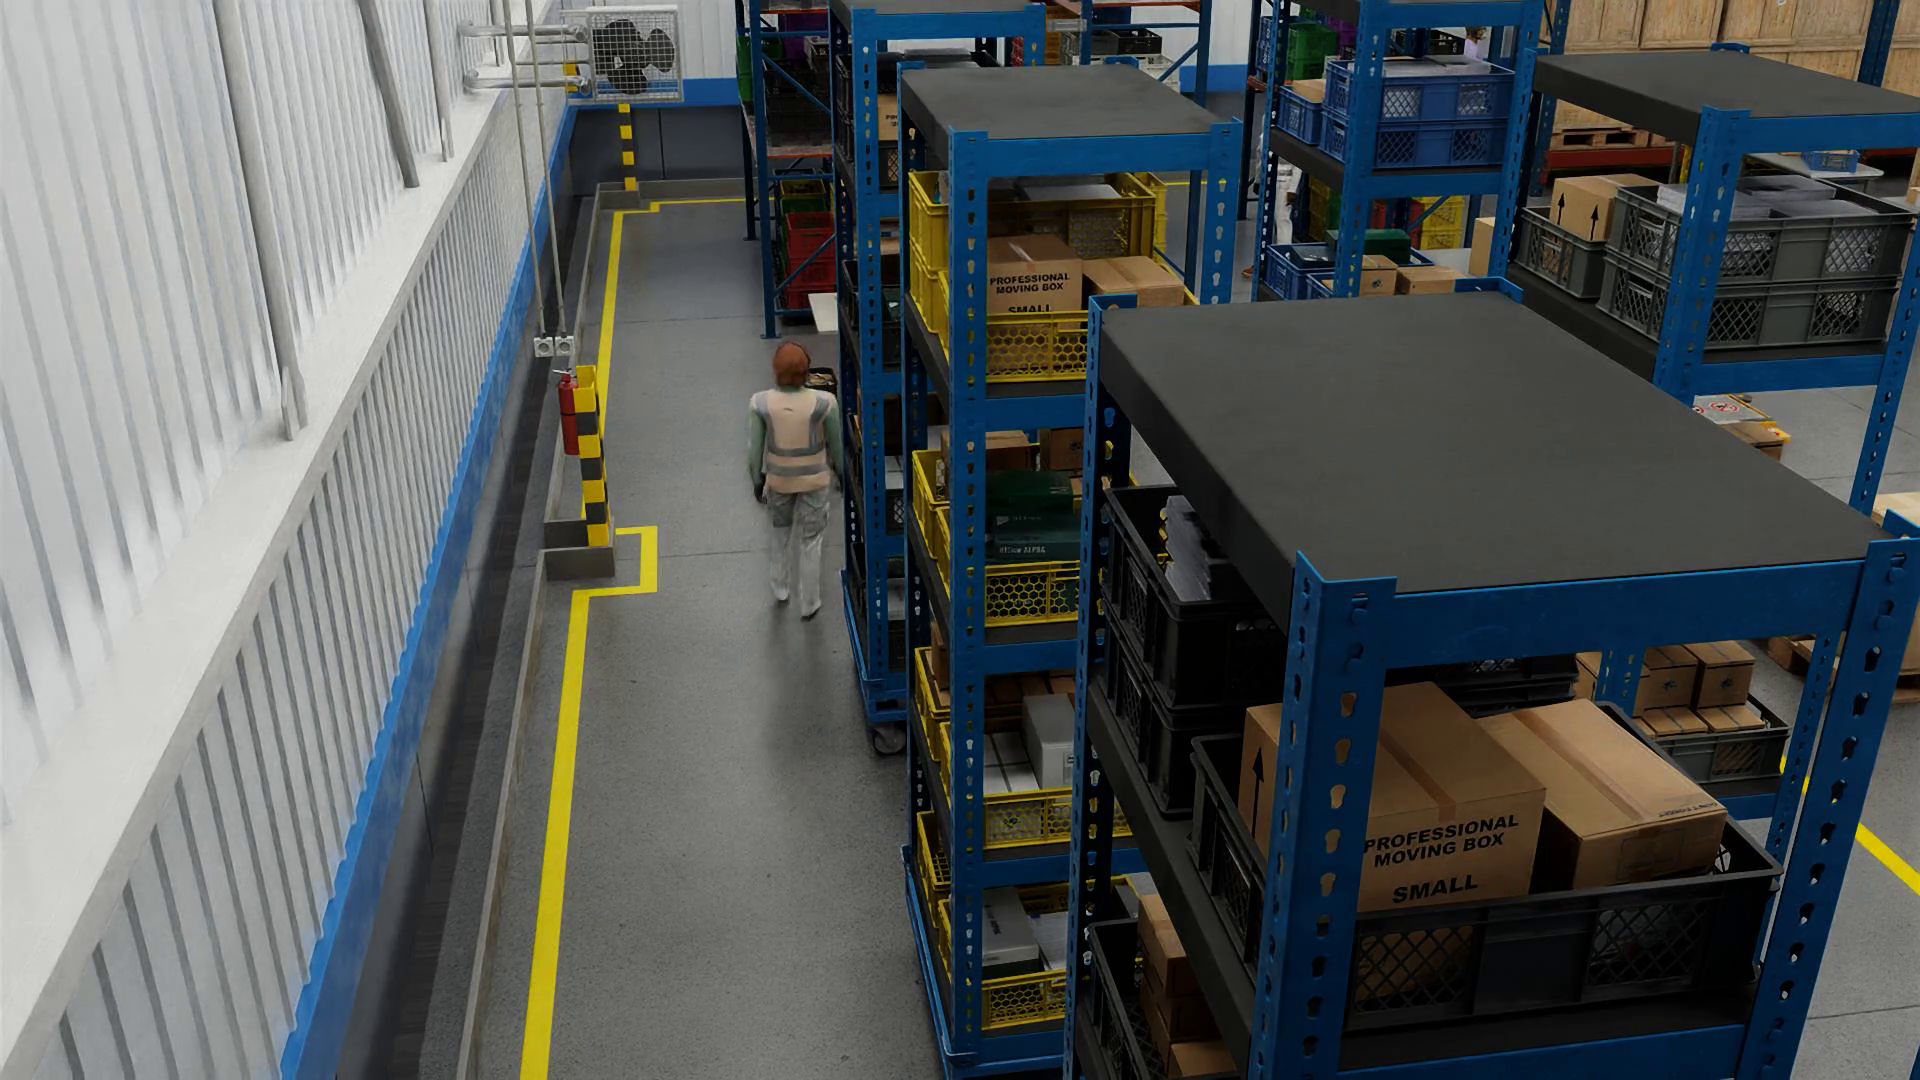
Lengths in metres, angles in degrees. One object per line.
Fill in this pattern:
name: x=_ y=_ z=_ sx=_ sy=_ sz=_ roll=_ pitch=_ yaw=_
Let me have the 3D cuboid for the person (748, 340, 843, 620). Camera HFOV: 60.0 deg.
person: x=-0.900 y=-0.354 z=9.424 sx=0.532 sy=1.625 sz=0.487 roll=3 pitch=25 yaw=6

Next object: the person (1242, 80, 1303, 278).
person: x=2.973 y=-3.370 z=15.673 sx=0.347 sy=1.884 sz=0.584 roll=-14 pitch=28 yaw=-28
